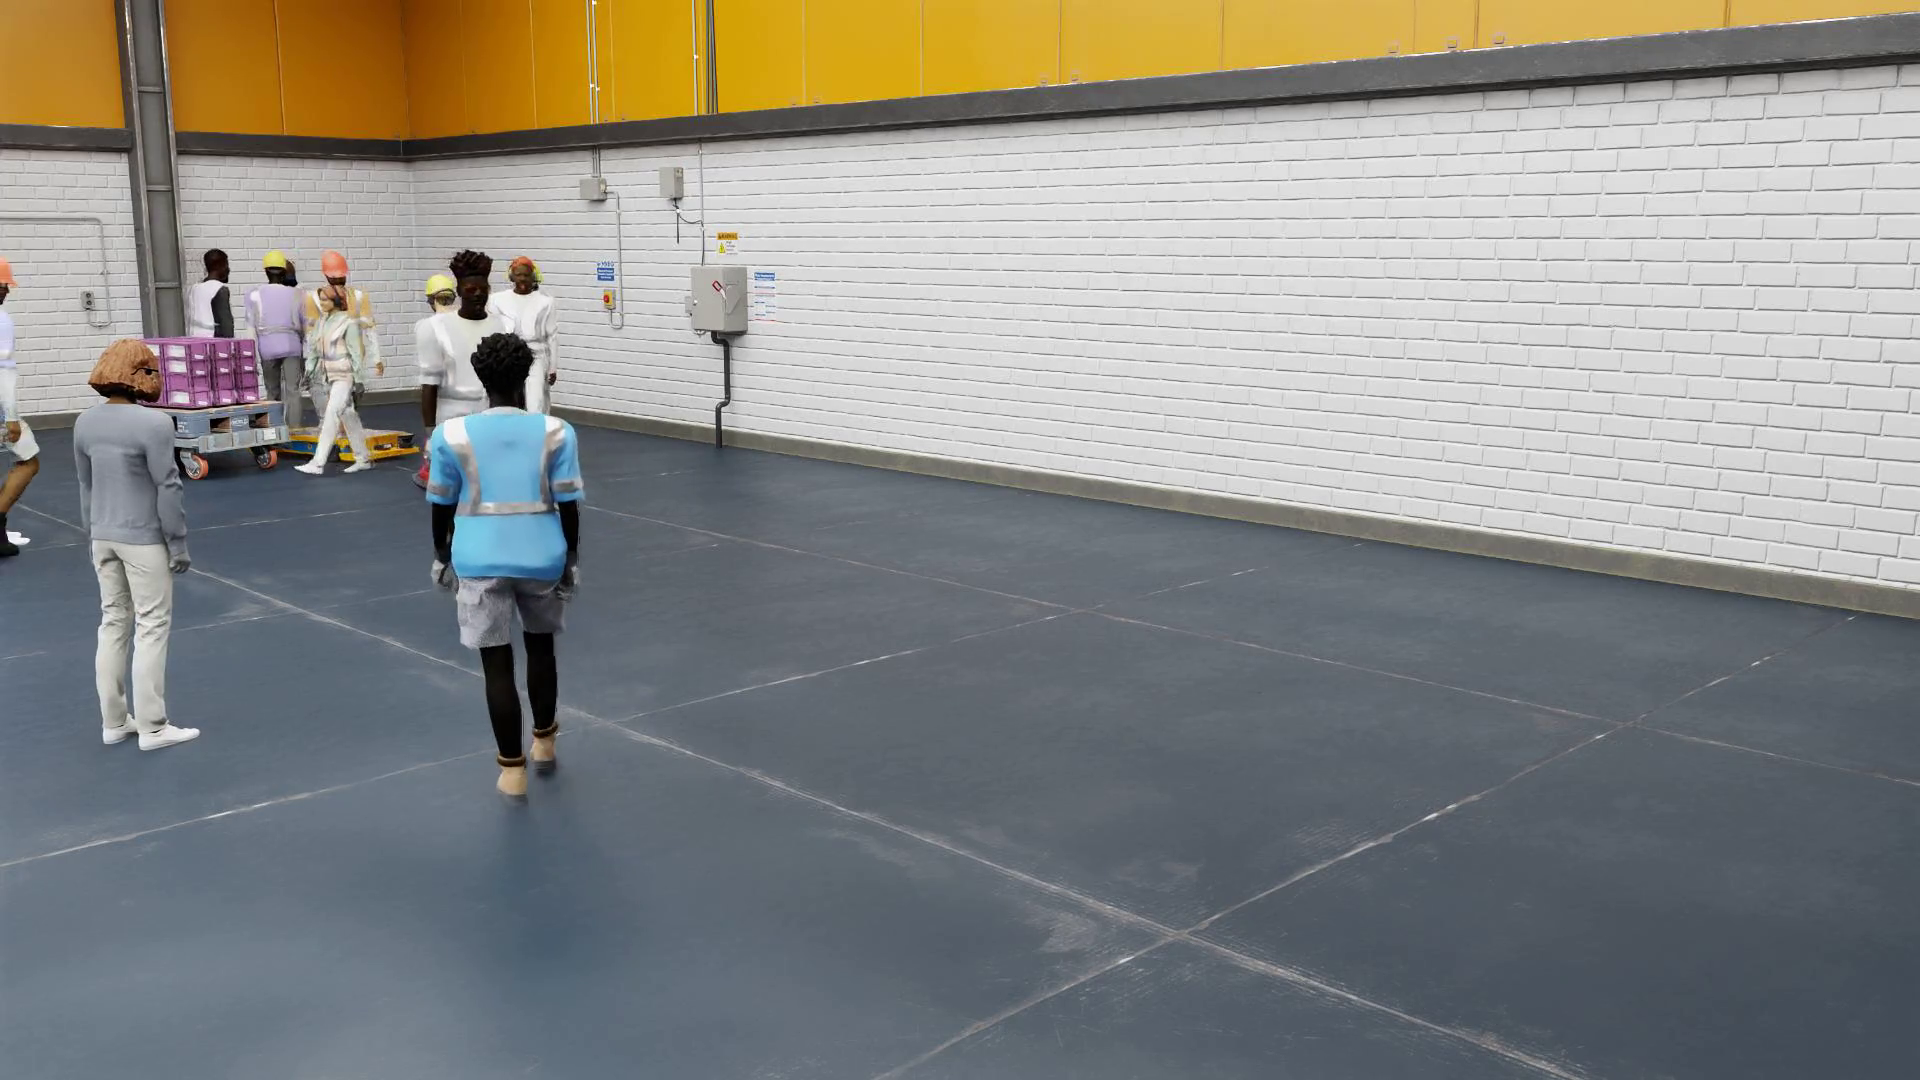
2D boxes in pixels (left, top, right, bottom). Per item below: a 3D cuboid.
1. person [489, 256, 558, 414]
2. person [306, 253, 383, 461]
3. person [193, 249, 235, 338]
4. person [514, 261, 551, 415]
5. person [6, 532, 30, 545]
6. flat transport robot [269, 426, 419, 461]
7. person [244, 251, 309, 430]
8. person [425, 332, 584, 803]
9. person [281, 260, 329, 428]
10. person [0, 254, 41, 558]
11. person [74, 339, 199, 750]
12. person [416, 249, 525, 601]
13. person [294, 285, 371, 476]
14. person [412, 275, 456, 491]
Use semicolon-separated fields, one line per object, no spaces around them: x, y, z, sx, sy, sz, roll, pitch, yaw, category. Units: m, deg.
-3.788;-1.542;14.479;0.576;1.854;0.933;-1;10;-6;person
-5.608;-1.673;15.158;0.599;1.870;1.029;-6;12;-30;person
-7.174;-1.833;15.936;0.670;1.896;0.603;-9;14;-40;person
-3.934;-1.576;14.814;0.741;1.806;0.597;6;12;29;person
-6.375;-0.885;10.856;0.328;1.865;0.517;-8;13;-36;person
-5.728;-0.892;15.235;1.431;0.197;0.652;5;12;27;flat transport robot
-6.484;-1.797;15.883;0.592;1.895;0.980;-4;11;-21;person
-1.664;0.082;6.087;0.541;1.667;0.663;-5;11;-24;person
-6.501;-1.823;16.201;0.646;1.785;0.951;5;12;26;person
-5.996;-0.814;10.304;0.599;1.917;0.414;4;11;21;person
-3.277;0.017;6.606;0.494;1.624;0.310;4;11;23;person
-2.616;-0.584;8.999;0.622;1.947;0.533;-6;12;-31;person
-5.328;-1.327;13.989;0.520;1.603;0.808;9;14;40;person
-3.970;-1.179;12.853;0.525;1.710;0.921;-10;14;-42;person
